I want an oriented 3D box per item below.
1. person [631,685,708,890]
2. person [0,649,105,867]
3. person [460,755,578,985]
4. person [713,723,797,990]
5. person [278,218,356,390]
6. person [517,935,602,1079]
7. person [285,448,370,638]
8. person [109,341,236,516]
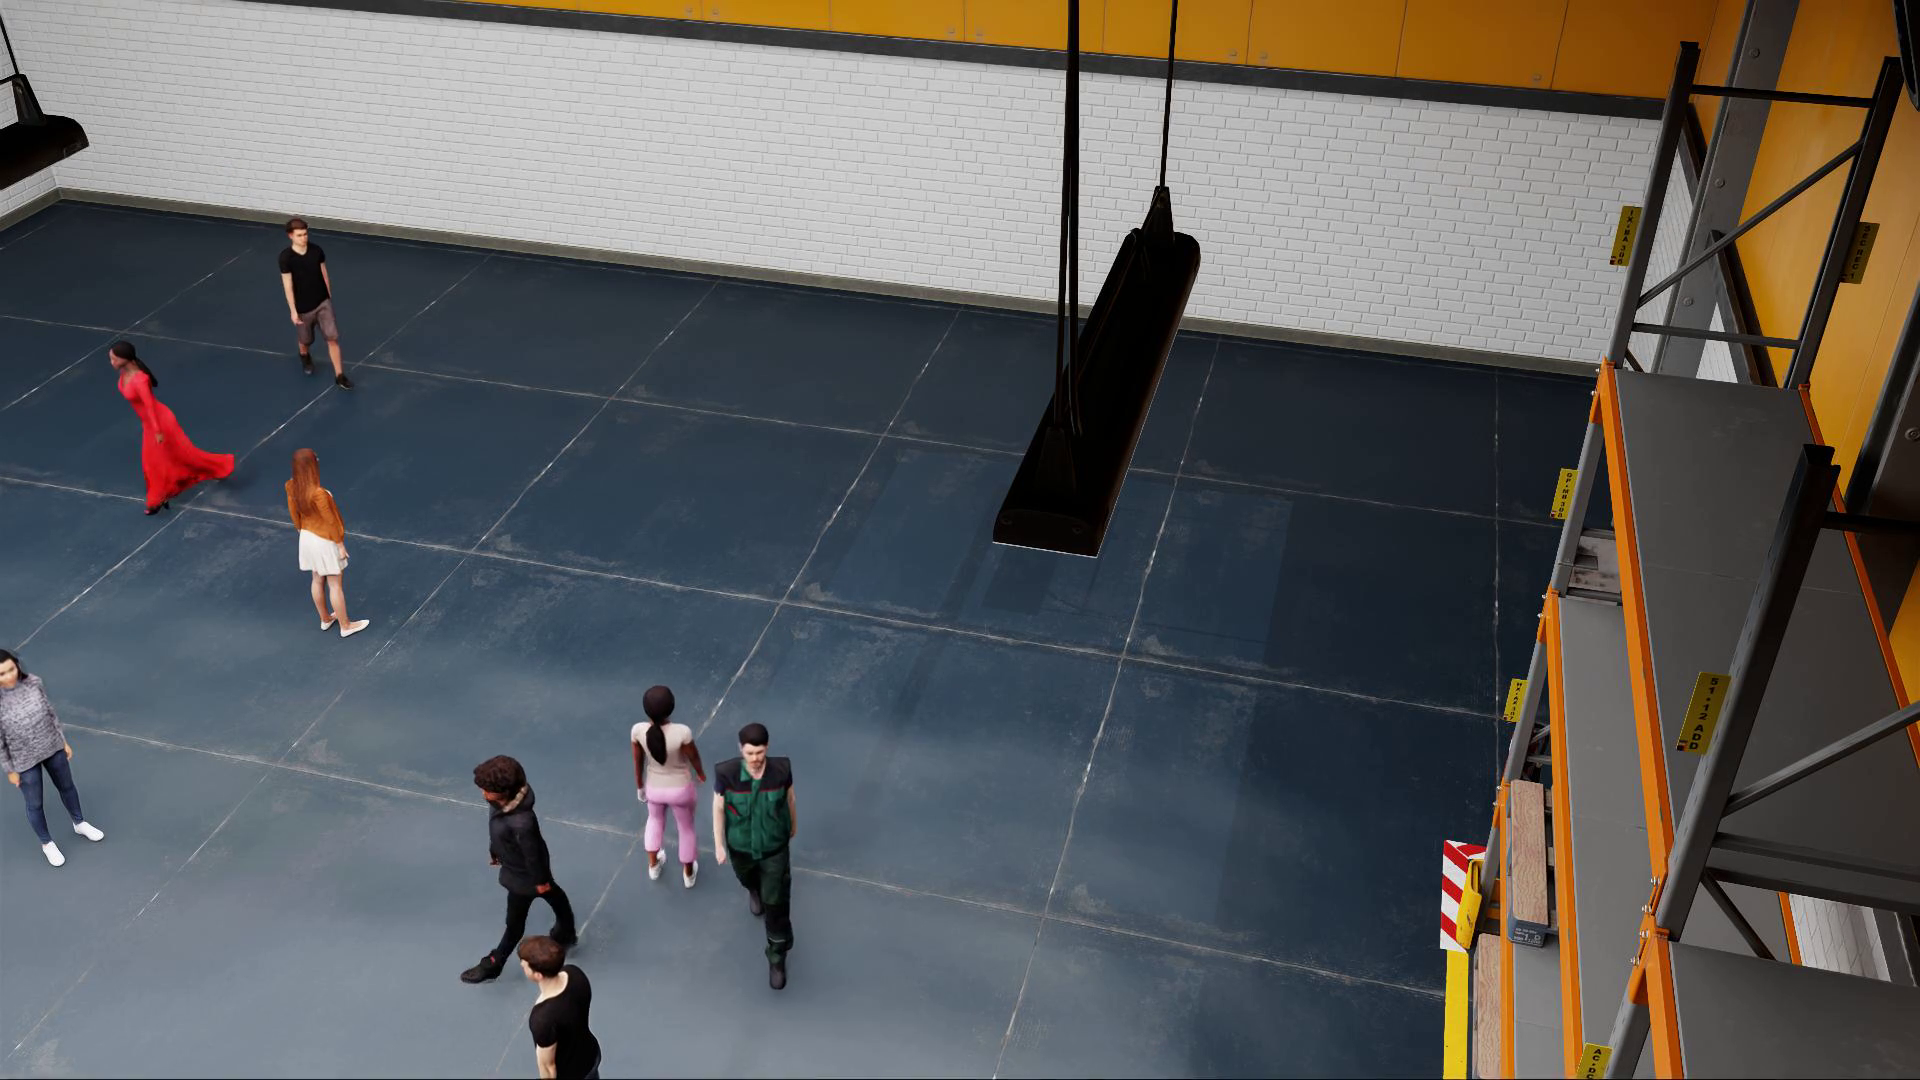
[{"bbox_3d":[-1.922,1.702,11.123,0.636,1.736,0.622,2,34,4],"label":"person"},{"bbox_3d":[-6.397,1.458,11.494,0.730,1.733,0.570,20,39,27],"label":"person"},{"bbox_3d":[-2.687,2.041,10.616,1.108,1.733,1.067,-16,37,-22],"label":"person"},{"bbox_3d":[-1.319,1.885,10.734,0.977,1.862,1.322,-3,34,-4],"label":"person"},{"bbox_3d":[-6.796,-2.480,17.325,1.185,1.835,1.143,-25,41,-33],"label":"person"},{"bbox_3d":[-2.132,2.897,9.185,0.728,1.892,0.511,6,34,8],"label":"person"},{"bbox_3d":[-5.265,0.018,13.672,0.678,1.720,0.639,17,37,23],"label":"person"},{"bbox_3d":[-7.289,-1.093,15.330,0.954,1.735,1.221,26,41,33],"label":"person"}]
